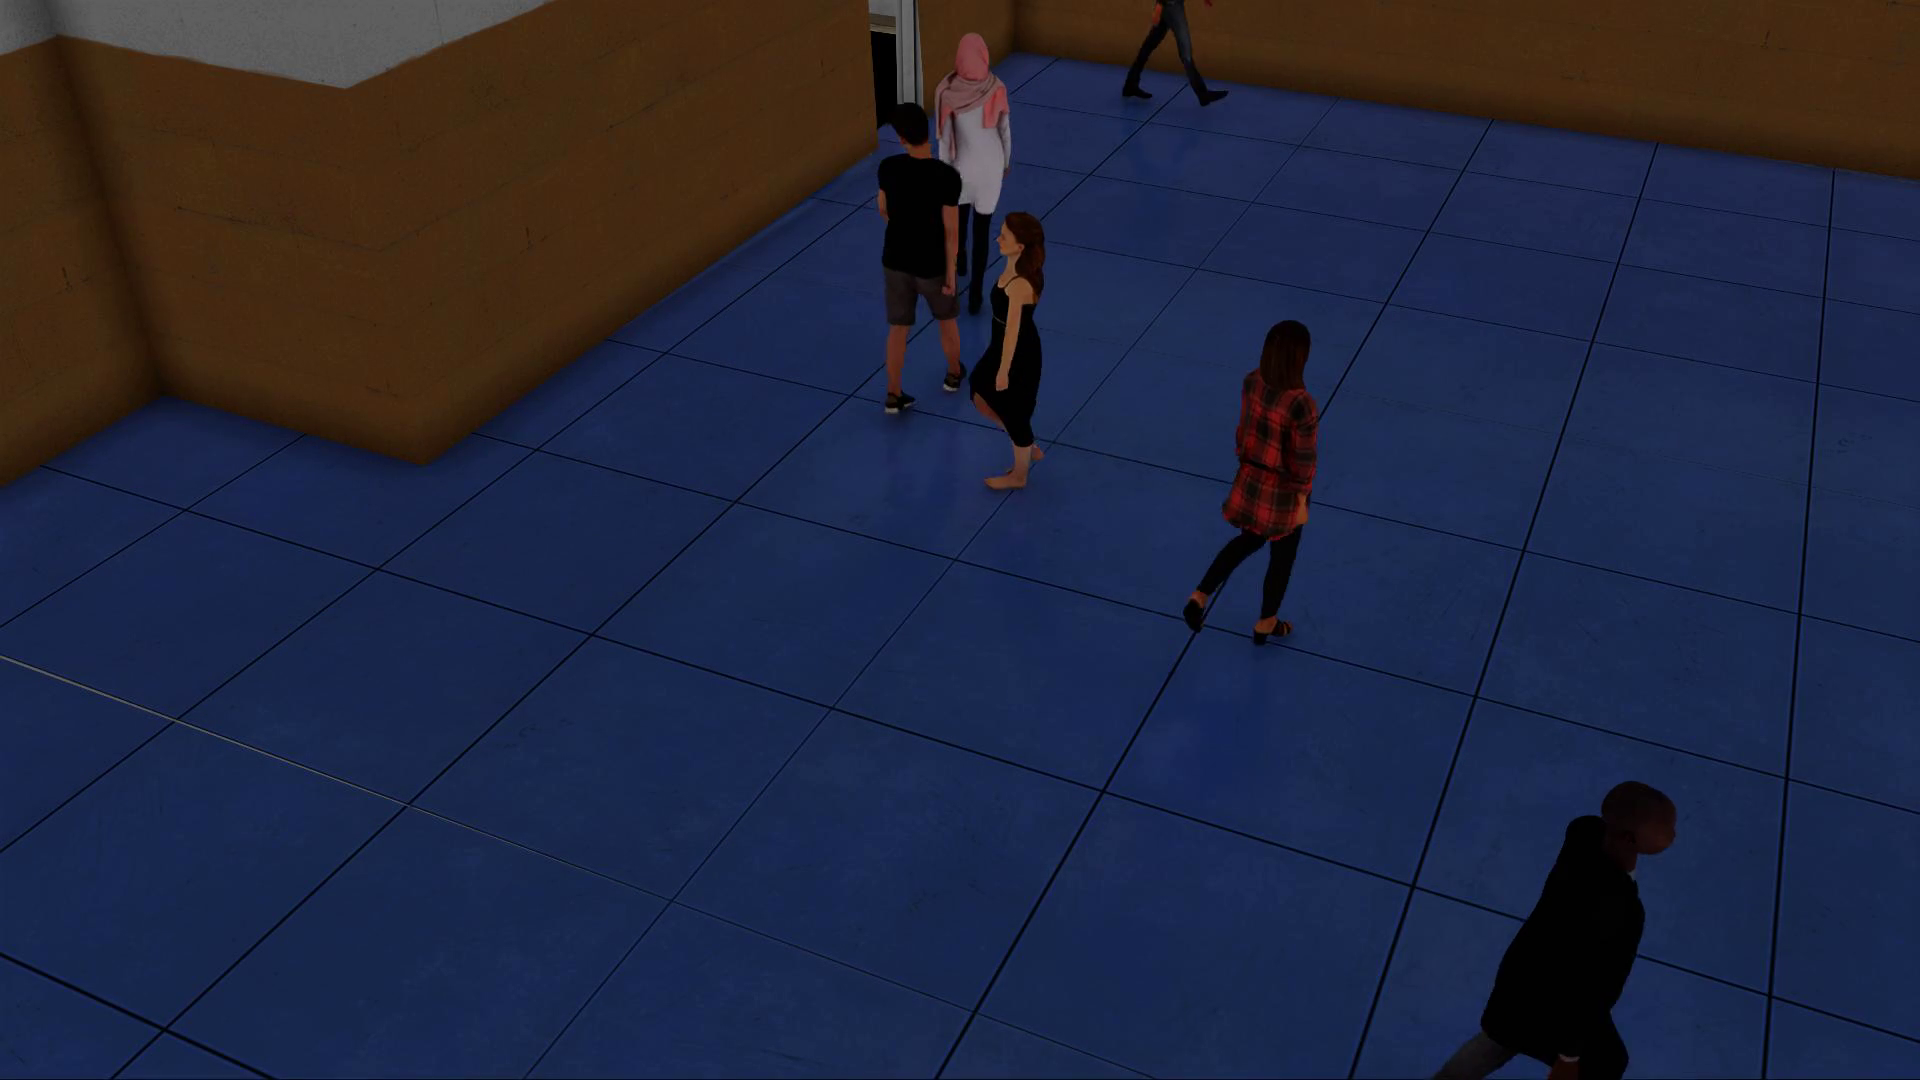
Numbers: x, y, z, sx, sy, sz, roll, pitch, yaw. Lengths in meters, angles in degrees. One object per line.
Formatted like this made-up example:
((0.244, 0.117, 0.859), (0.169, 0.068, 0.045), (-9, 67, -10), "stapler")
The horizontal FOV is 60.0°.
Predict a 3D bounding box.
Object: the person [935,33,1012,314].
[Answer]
((0.109, -2.314, 10.674), (1.070, 1.770, 0.959), (1, 34, 1), "person")

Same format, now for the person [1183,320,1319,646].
((1.348, -0.197, 7.564), (0.927, 1.690, 0.917), (-19, 38, -26), "person")

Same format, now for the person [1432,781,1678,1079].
((1.738, 1.416, 5.112), (1.073, 1.722, 0.892), (2, 34, 3), "person")

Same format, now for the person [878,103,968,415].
((-0.298, -1.546, 9.473), (1.007, 1.822, 0.869), (11, 35, 16), "person")

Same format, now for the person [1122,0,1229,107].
((1.687, -4.500, 14.012), (1.212, 1.713, 0.815), (8, 34, 11), "person")

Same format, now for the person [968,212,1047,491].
((0.373, -0.966, 8.786), (0.771, 1.618, 0.717), (-1, 34, -2), "person")
